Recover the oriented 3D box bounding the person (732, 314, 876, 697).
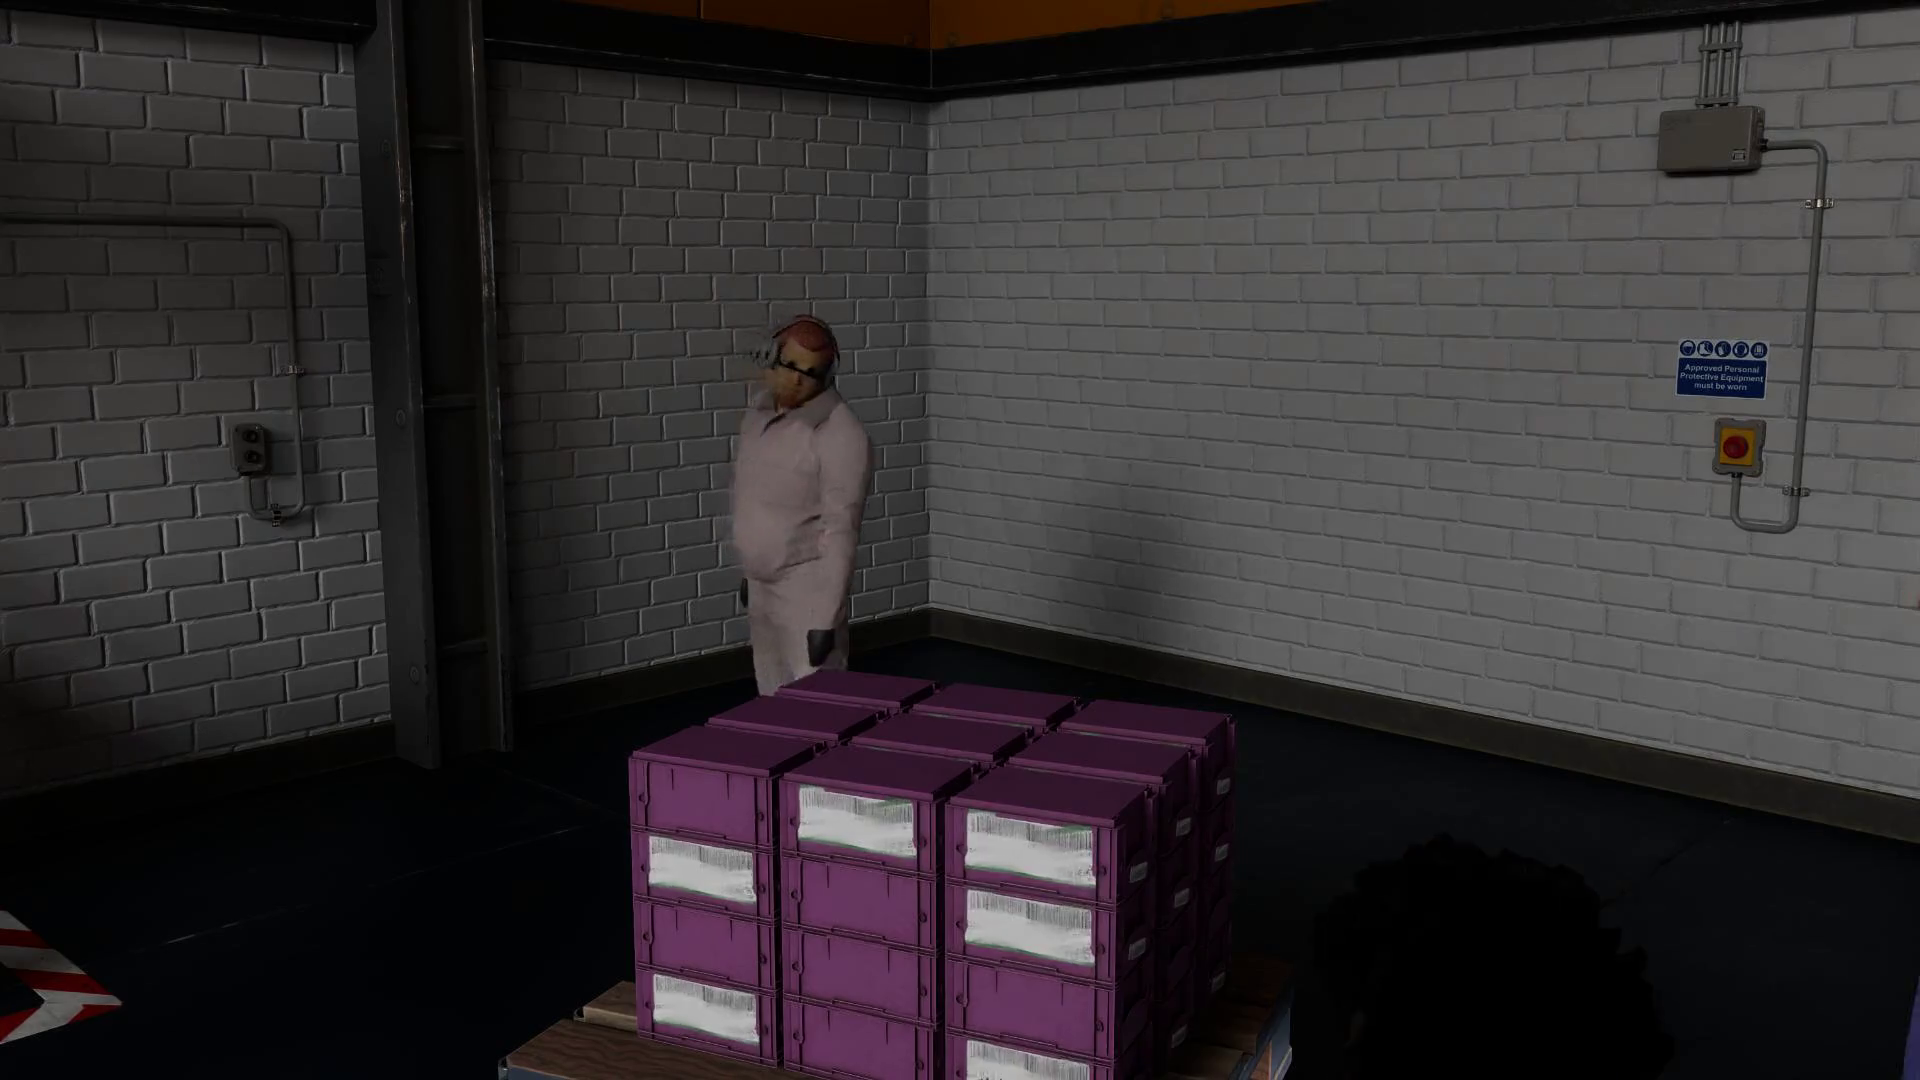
[{"bbox_3d":[-0.568,0.180,5.645,0.396,1.876,0.730,-6,11,-34],"label":"person"}]

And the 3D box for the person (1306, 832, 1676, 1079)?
[{"bbox_3d":[0.290,1.019,1.118,0.539,1.662,0.787,9,13,43],"label":"person"}]

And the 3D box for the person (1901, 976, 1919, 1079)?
[{"bbox_3d":[1.103,0.826,1.604,0.624,1.907,0.591,1,9,9],"label":"person"}]
